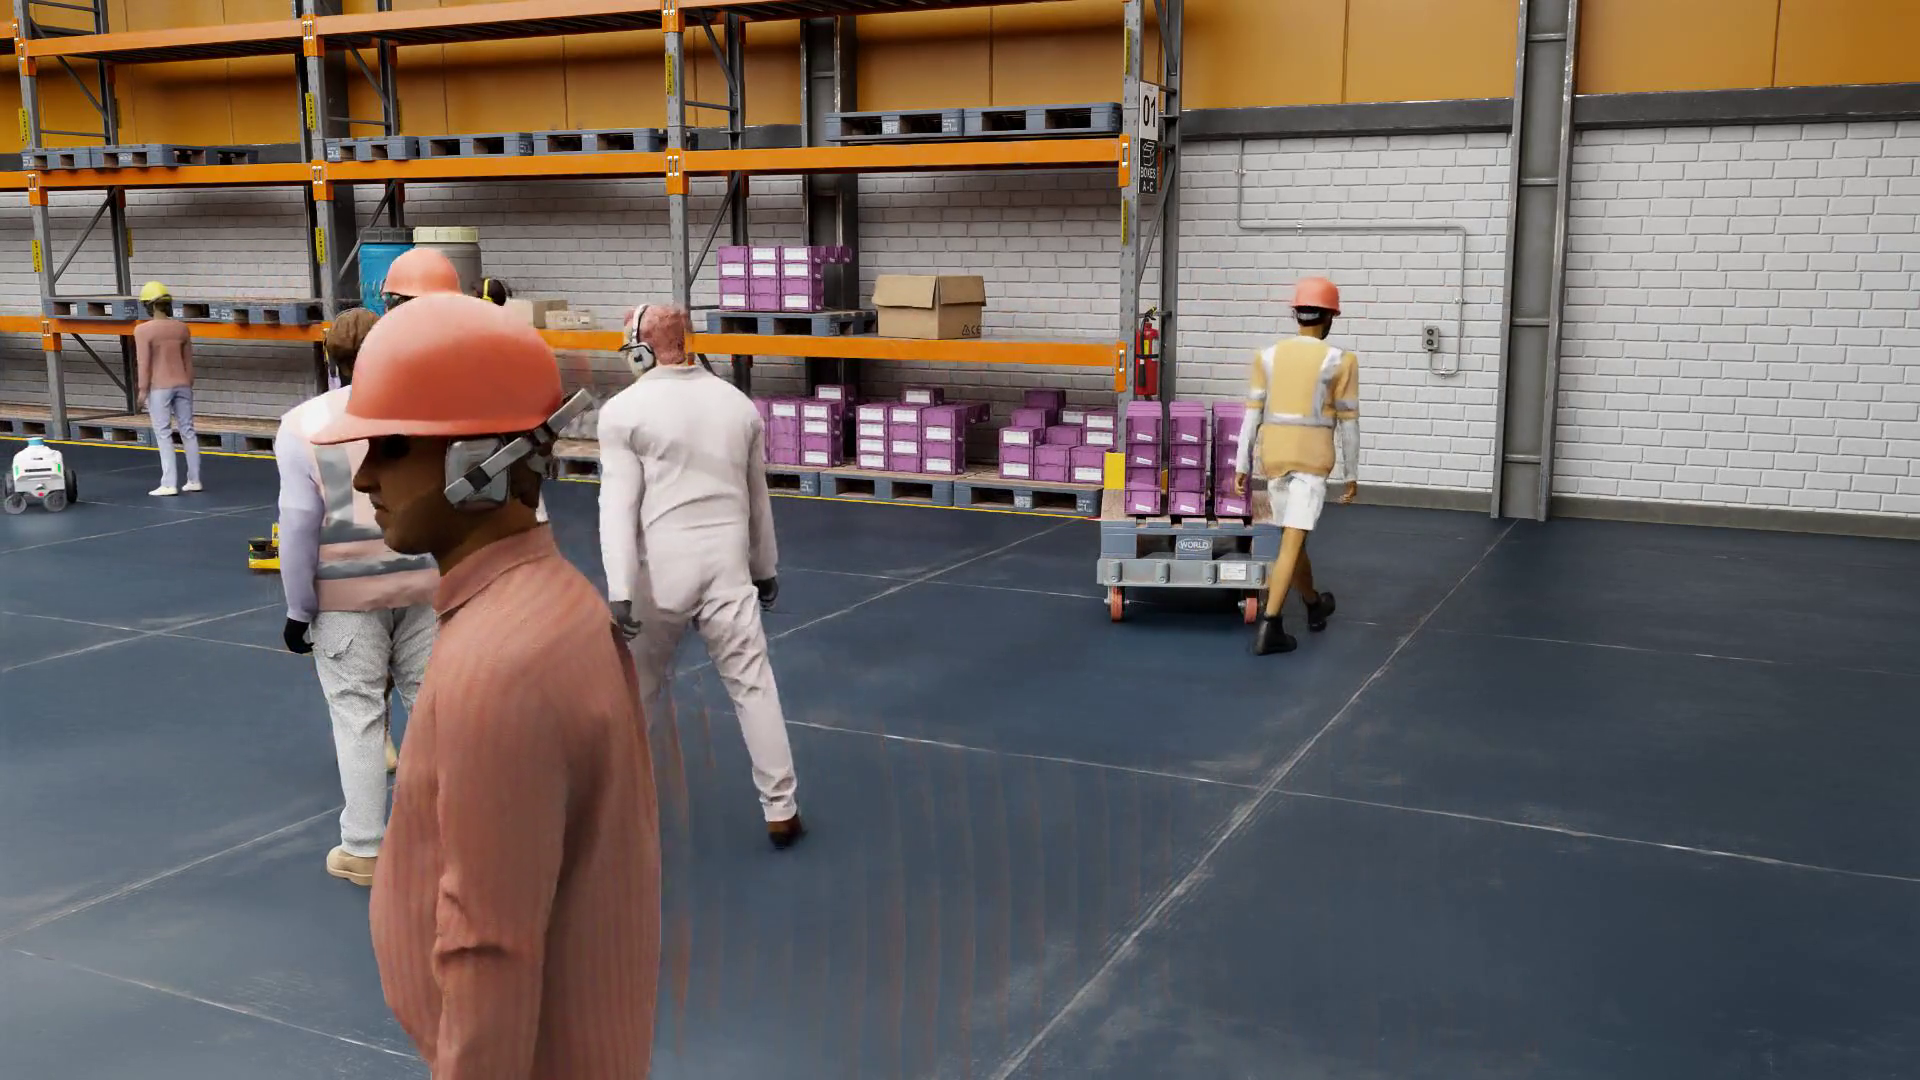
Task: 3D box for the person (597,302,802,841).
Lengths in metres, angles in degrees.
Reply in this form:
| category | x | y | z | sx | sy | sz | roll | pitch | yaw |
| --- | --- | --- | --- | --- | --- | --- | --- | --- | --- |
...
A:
| category | x | y | z | sx | sy | sz | roll | pitch | yaw |
| --- | --- | --- | --- | --- | --- | --- | --- | --- | --- |
| person | -0.958 | 0.109 | 5.794 | 0.722 | 1.838 | 1.038 | -9 | 13 | -40 |

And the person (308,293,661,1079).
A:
| category | x | y | z | sx | sy | sz | roll | pitch | yaw |
| --- | --- | --- | --- | --- | --- | --- | --- | --- | --- |
| person | -0.502 | 0.668 | 2.190 | 0.754 | 1.976 | 0.630 | -2 | 10 | -13 |

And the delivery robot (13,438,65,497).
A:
| category | x | y | z | sx | sy | sz | roll | pitch | yaw |
| --- | --- | --- | --- | --- | --- | --- | --- | --- | --- |
| delivery robot | -7.192 | -0.556 | 12.980 | 0.477 | 0.478 | 0.707 | -5 | 11 | -28 |

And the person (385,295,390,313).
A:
| category | x | y | z | sx | sy | sz | roll | pitch | yaw |
| --- | --- | --- | --- | --- | --- | --- | --- | --- | --- |
| person | -2.684 | -0.312 | 8.152 | 0.388 | 1.848 | 0.563 | 5 | 11 | 27 |

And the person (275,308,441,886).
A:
| category | x | y | z | sx | sy | sz | roll | pitch | yaw |
| --- | --- | --- | --- | --- | --- | --- | --- | --- | --- |
| person | -1.876 | 0.180 | 5.359 | 0.634 | 1.838 | 0.429 | -9 | 13 | -41 |

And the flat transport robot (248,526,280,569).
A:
| category | x | y | z | sx | sy | sz | roll | pitch | yaw |
| --- | --- | --- | --- | --- | --- | --- | --- | --- | --- |
| flat transport robot | -3.879 | -0.003 | 10.892 | 1.431 | 0.197 | 0.652 | -4 | 11 | -21 |

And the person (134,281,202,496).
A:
| category | x | y | z | sx | sy | sz | roll | pitch | yaw |
| --- | --- | --- | --- | --- | --- | --- | --- | --- | --- |
| person | -6.553 | -1.242 | 13.718 | 0.331 | 1.764 | 0.533 | 5 | 11 | 26 |

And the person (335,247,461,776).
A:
| category | x | y | z | sx | sy | sz | roll | pitch | yaw |
| --- | --- | --- | --- | --- | --- | --- | --- | --- | --- |
| person | -2.005 | -0.061 | 6.178 | 0.533 | 2.031 | 0.642 | 6 | 11 | 30 |

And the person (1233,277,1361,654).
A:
| category | x | y | z | sx | sy | sz | roll | pitch | yaw |
| --- | --- | --- | --- | --- | --- | --- | --- | --- | --- |
| person | 1.759 | -0.393 | 8.522 | 0.563 | 1.871 | 0.983 | 7 | 12 | 36 |

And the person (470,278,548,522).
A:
| category | x | y | z | sx | sy | sz | roll | pitch | yaw |
| --- | --- | --- | --- | --- | --- | --- | --- | --- | --- |
| person | -3.206 | -0.833 | 11.196 | 0.911 | 1.827 | 0.536 | 0 | 10 | -2 |
